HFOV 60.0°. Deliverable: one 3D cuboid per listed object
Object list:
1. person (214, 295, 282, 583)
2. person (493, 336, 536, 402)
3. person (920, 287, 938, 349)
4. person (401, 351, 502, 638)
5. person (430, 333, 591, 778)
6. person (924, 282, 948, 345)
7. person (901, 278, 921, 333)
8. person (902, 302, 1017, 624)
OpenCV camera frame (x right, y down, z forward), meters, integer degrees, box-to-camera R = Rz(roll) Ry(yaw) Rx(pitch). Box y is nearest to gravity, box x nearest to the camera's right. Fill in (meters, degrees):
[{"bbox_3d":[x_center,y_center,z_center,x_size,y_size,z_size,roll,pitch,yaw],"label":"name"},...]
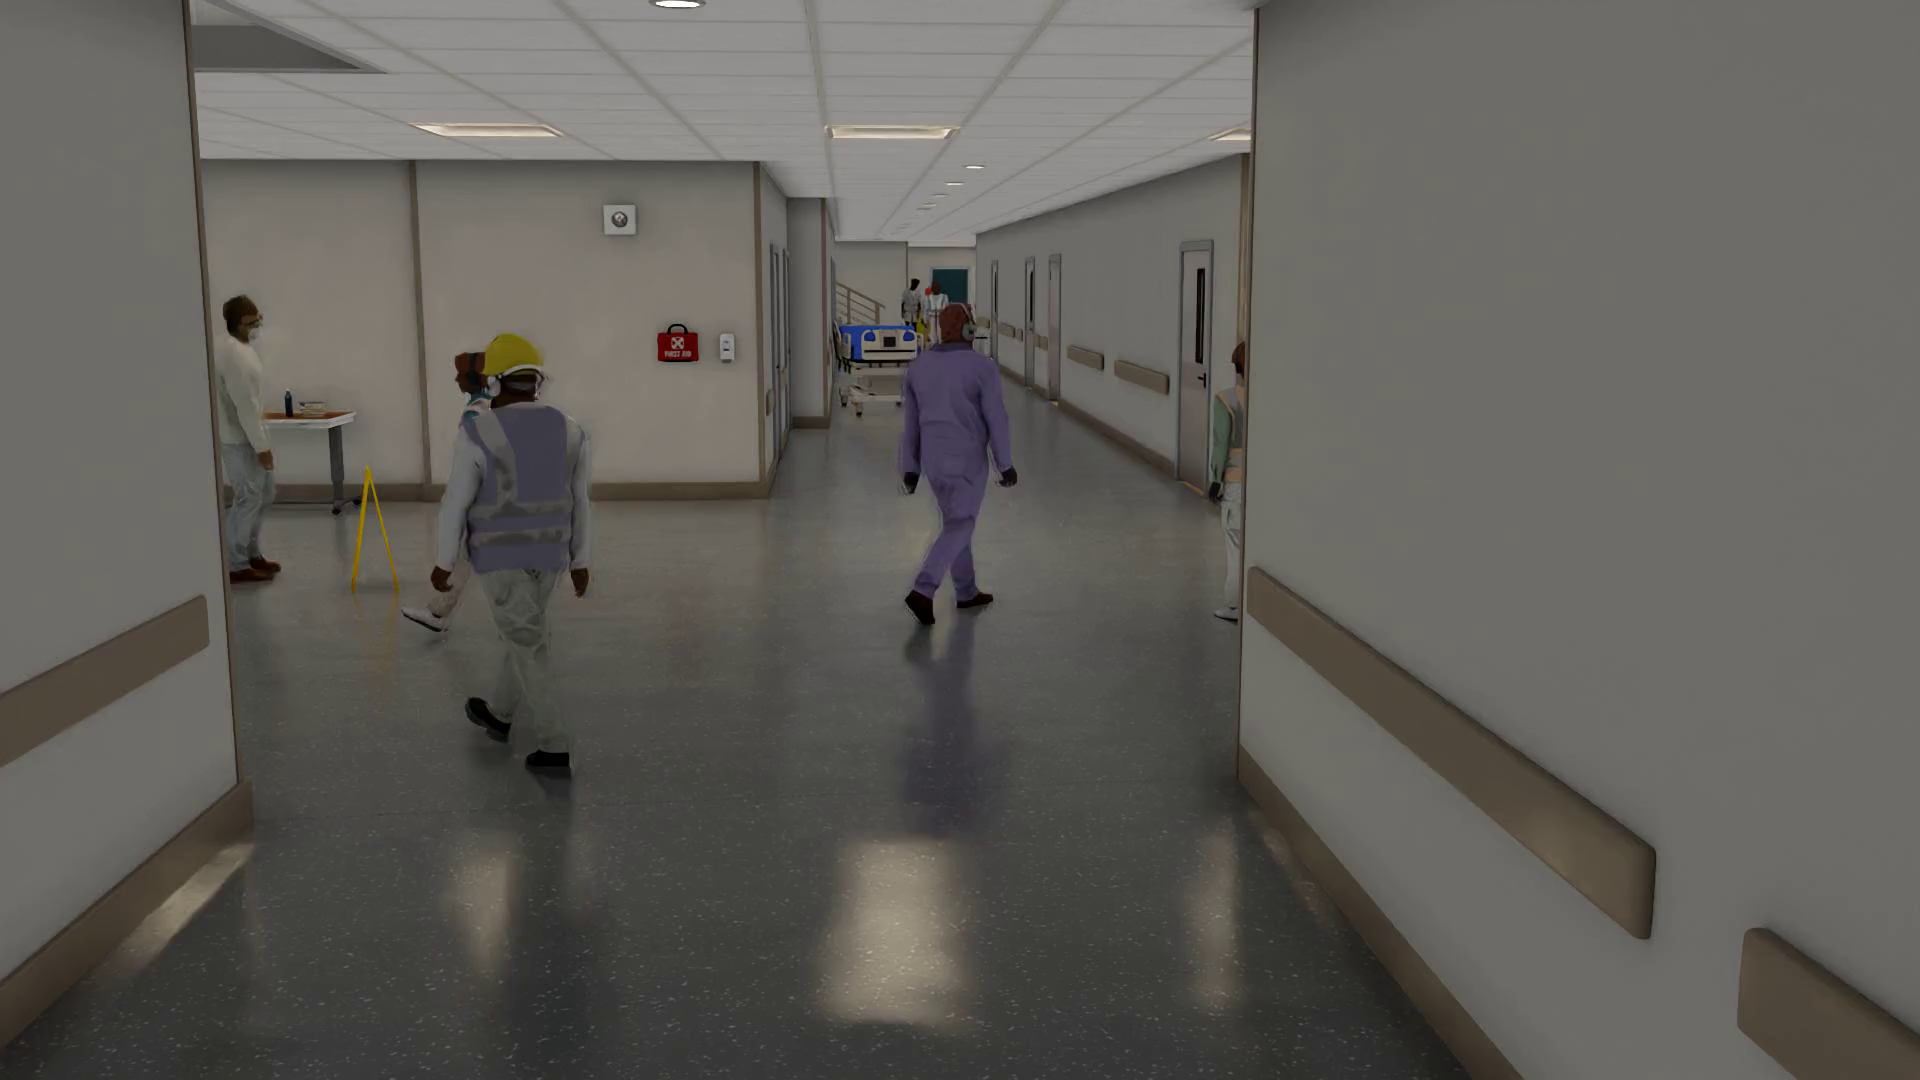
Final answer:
[{"bbox_3d":[-4.687,-0.640,10.863,0.391,1.901,0.702,-3,10,-18],"label":"person"},{"bbox_3d":[-2.961,-0.536,10.996,0.279,1.633,0.501,-8,12,-41],"label":"person"},{"bbox_3d":[-0.840,-6.144,46.036,0.616,1.702,0.859,5,10,27],"label":"person"},{"bbox_3d":[-2.713,-0.236,9.198,0.831,1.591,0.541,-1,9,-4],"label":"person"},{"bbox_3d":[-1.866,0.044,6.882,0.930,1.781,0.590,7,12,38],"label":"person"},{"bbox_3d":[-0.578,-5.267,39.967,0.613,1.865,0.566,1,9,8],"label":"person"},{"bbox_3d":[-1.443,-6.674,48.615,0.664,1.933,0.467,-4,10,-23],"label":"person"},{"bbox_3d":[-0.056,-0.459,9.789,0.639,1.873,0.900,8,12,41],"label":"person"}]
